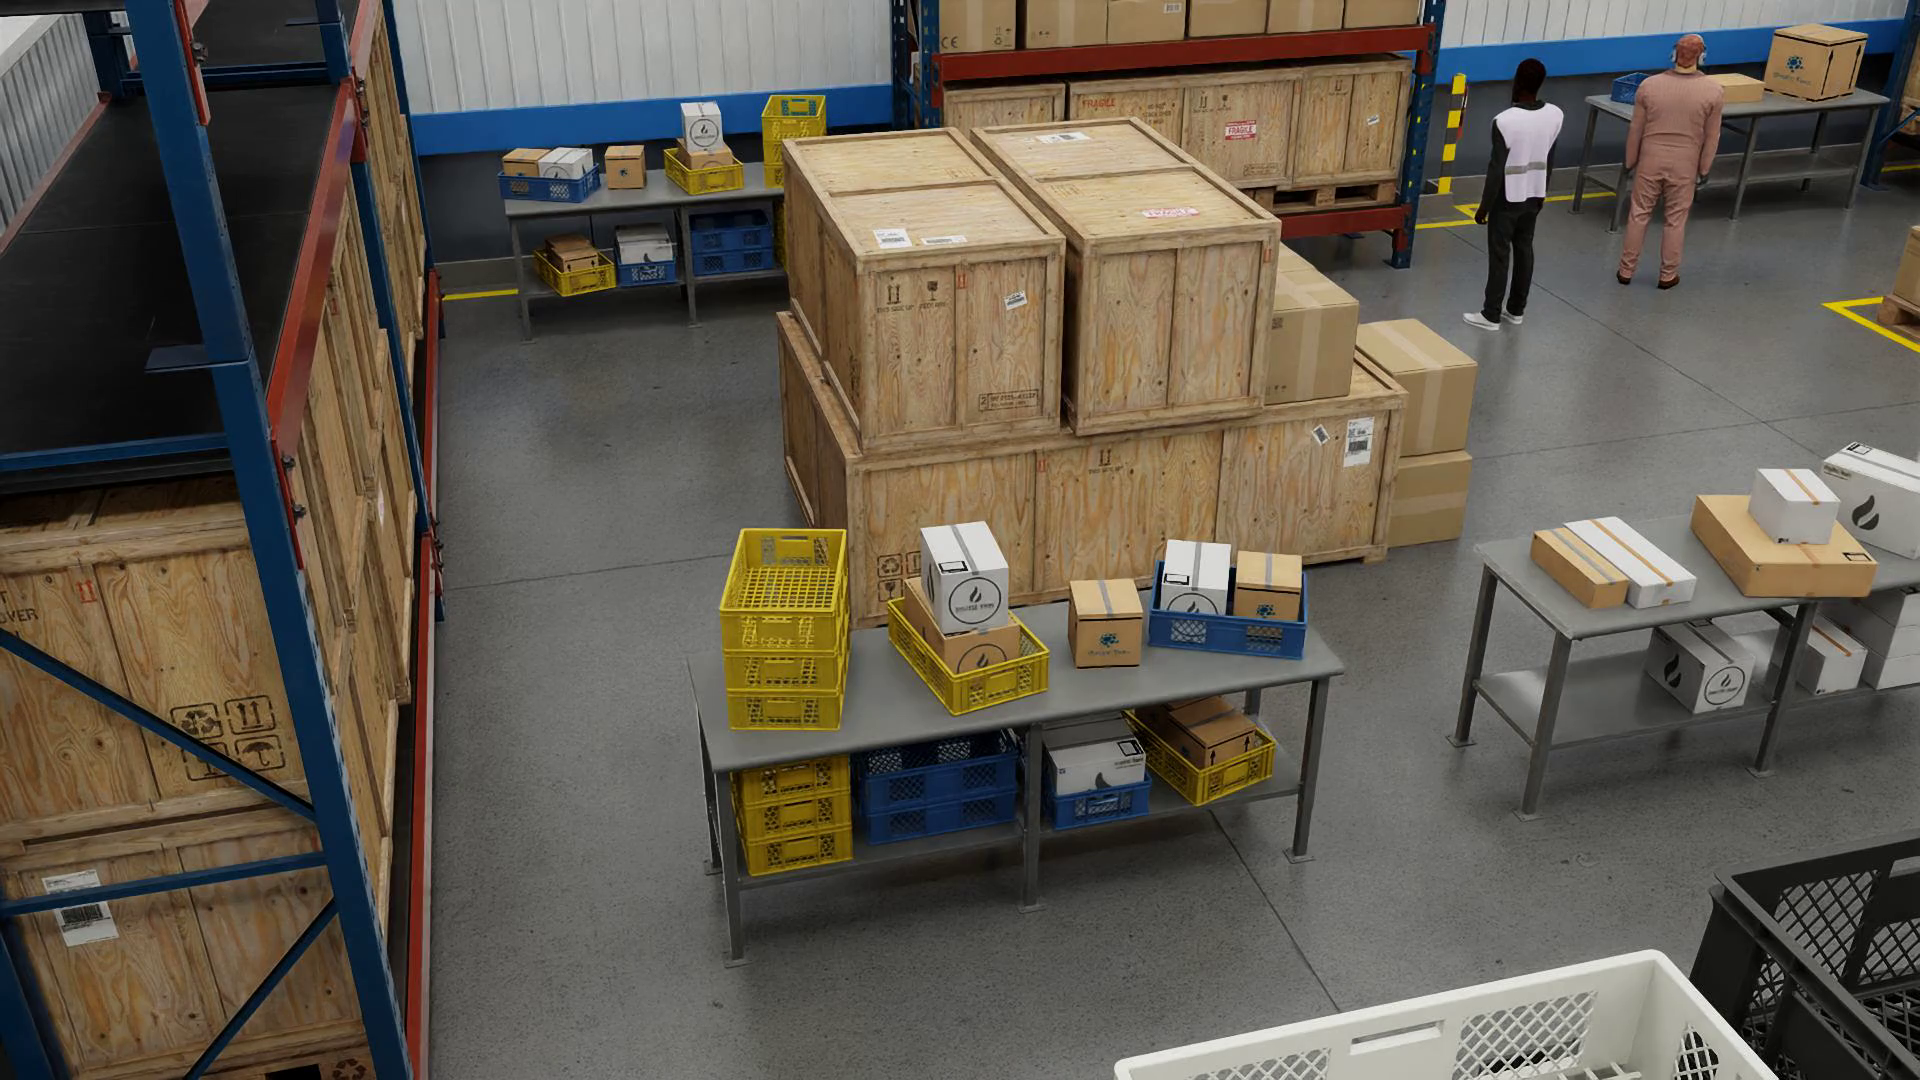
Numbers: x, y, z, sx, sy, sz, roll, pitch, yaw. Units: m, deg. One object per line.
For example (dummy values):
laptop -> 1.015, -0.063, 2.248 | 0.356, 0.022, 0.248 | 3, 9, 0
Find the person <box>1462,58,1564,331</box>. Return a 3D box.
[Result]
person -> 3.940, -2.433, 11.810 | 0.590, 1.918, 0.397 | -13, 32, -23

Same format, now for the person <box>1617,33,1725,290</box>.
person -> 5.360, -2.853, 12.586 | 0.638, 1.908, 0.409 | 14, 32, 23
